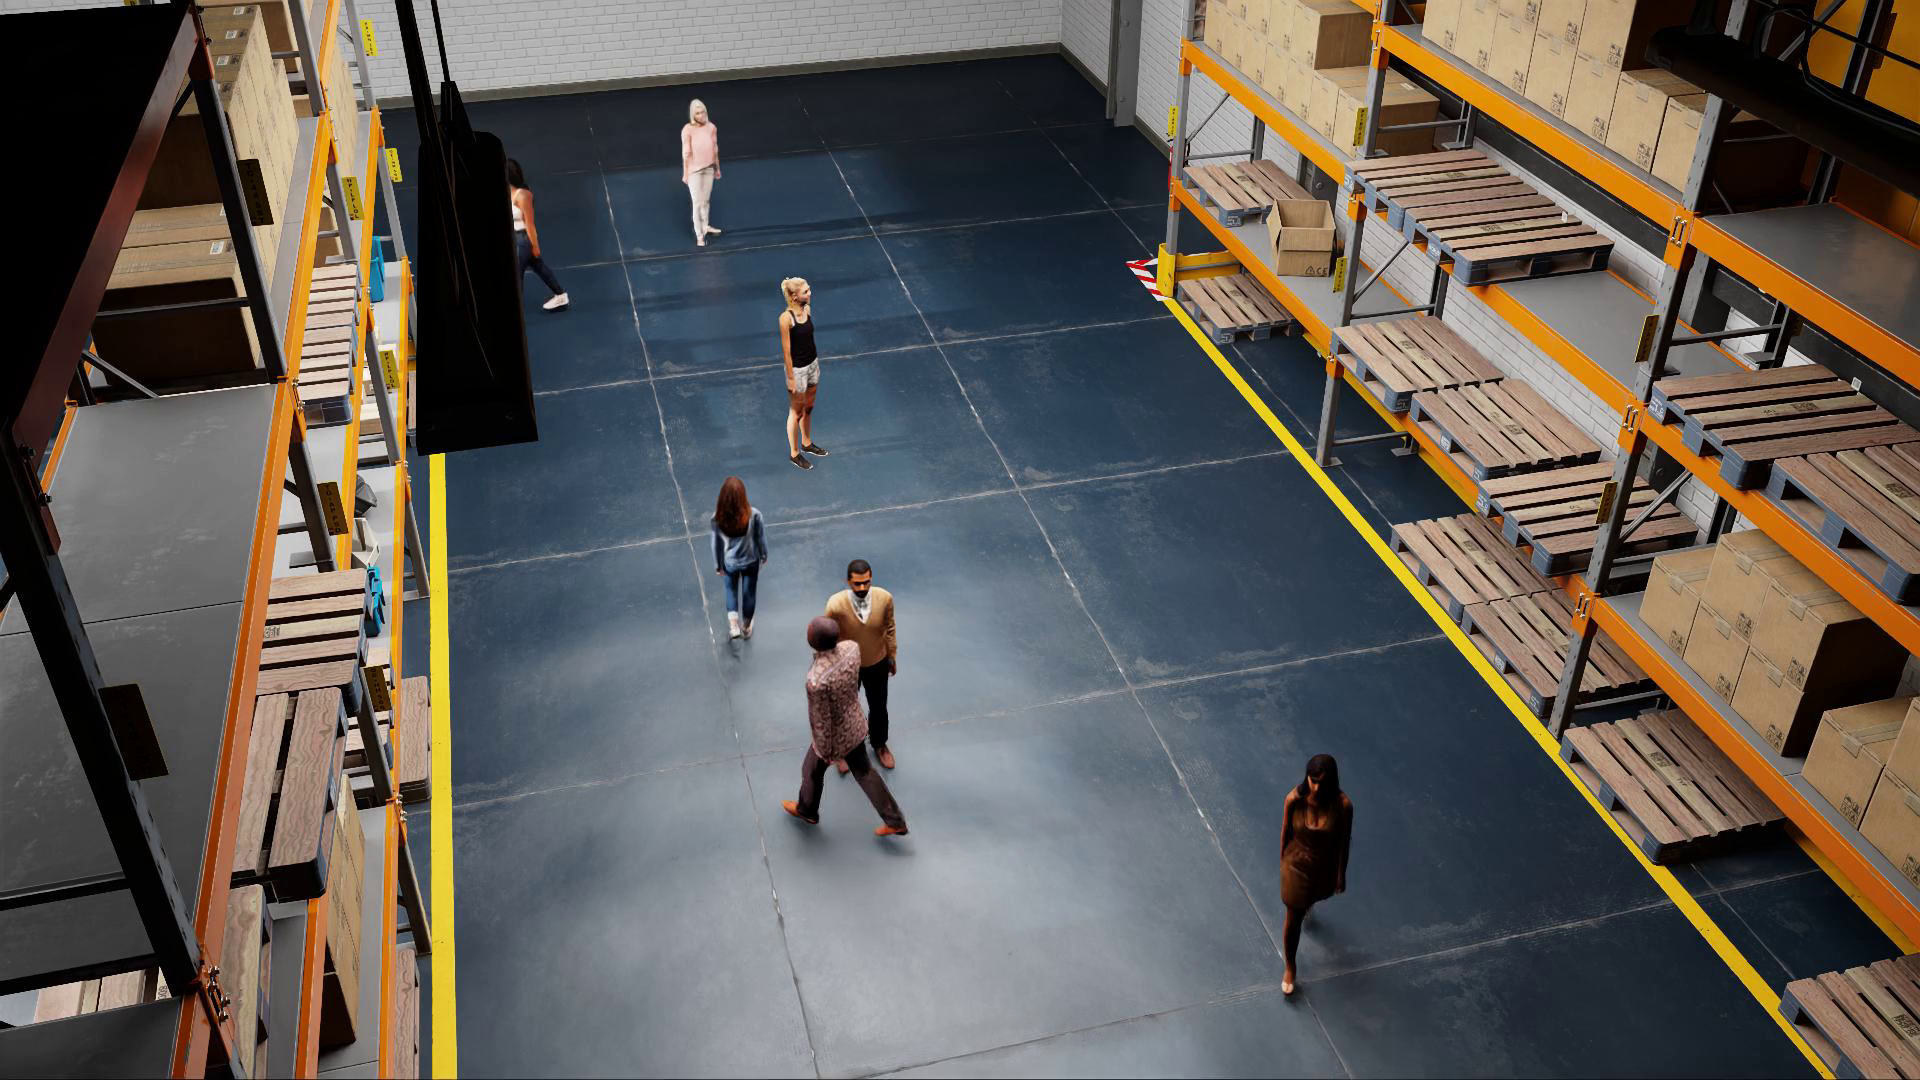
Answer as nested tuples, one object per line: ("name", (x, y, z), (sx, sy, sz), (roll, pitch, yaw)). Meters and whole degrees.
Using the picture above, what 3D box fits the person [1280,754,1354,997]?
("person", (2.147, 1.915, 10.066), (0.876, 1.658, 1.119), (6, 34, 9))

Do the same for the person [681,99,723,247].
("person", (-3.032, -4.332, 19.416), (0.865, 1.712, 0.812), (25, 41, 33))

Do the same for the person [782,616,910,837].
("person", (-0.723, 1.281, 10.910), (1.269, 1.779, 1.157), (21, 39, 28))

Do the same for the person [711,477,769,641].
("person", (-1.701, 0.189, 12.835), (0.646, 1.468, 0.726), (-1, 34, -2))

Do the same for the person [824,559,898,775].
("person", (-0.692, 0.851, 11.582), (0.651, 1.752, 0.552), (-8, 34, -12))

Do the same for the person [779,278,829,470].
("person", (-1.449, -1.560, 15.126), (0.745, 1.844, 0.681), (17, 37, 24))

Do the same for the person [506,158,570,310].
("person", (-4.546, -3.176, 17.637), (0.949, 1.756, 1.195), (-18, 38, -25))
